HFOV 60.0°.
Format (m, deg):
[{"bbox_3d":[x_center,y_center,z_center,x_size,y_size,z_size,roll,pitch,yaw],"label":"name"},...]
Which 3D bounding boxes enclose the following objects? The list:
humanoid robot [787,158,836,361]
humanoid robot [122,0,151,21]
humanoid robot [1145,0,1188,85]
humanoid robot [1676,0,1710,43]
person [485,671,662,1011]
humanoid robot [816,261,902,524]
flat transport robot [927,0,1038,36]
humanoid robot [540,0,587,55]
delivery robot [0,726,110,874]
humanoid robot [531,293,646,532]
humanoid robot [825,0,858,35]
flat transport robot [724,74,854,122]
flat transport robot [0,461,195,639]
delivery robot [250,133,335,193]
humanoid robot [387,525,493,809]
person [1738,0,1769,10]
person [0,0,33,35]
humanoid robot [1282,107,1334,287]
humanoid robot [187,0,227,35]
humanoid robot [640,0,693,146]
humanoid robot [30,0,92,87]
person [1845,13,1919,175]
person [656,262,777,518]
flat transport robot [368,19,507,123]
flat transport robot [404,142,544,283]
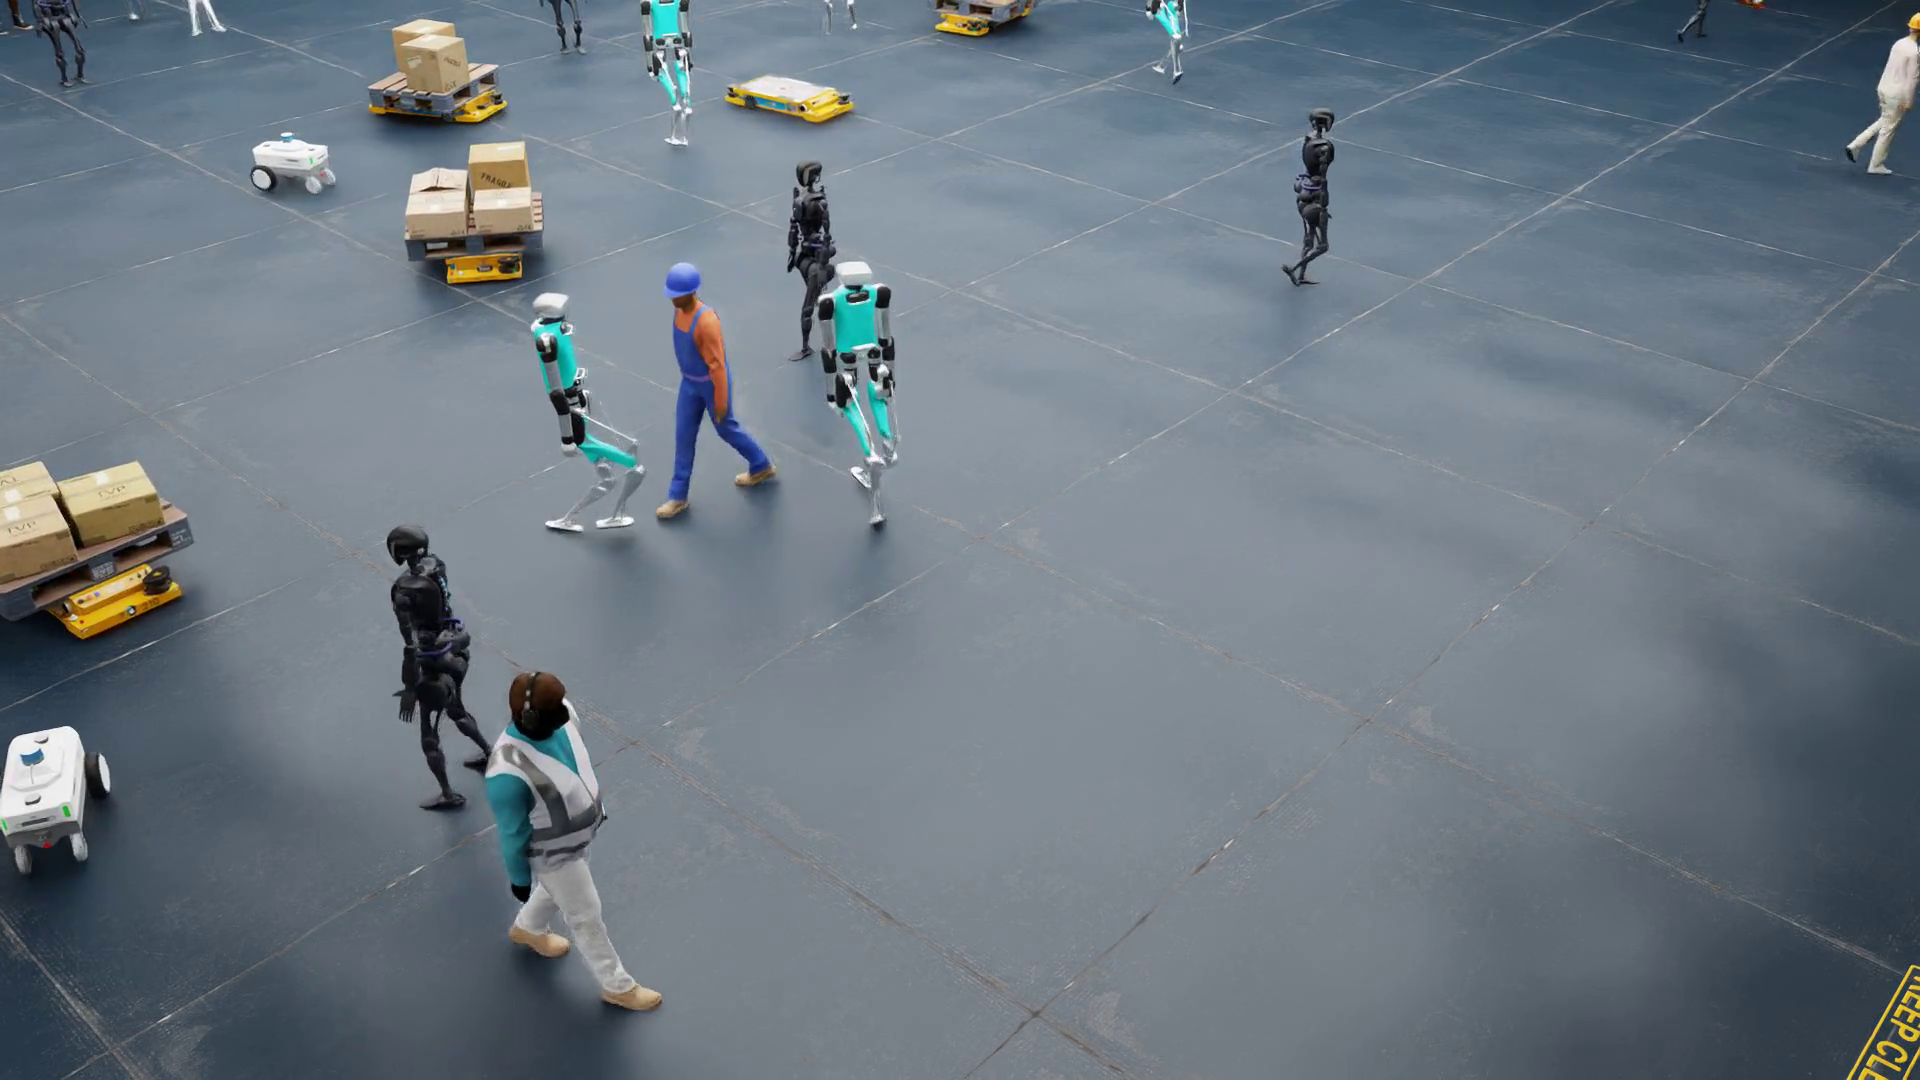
[{"bbox_3d":[-1.166,-2.330,13.618,0.764,1.634,0.586,-22,38,-31],"label":"humanoid robot"},{"bbox_3d":[-11.351,-7.818,22.400,0.531,1.837,0.698,-20,37,-29],"label":"humanoid robot"},{"bbox_3d":[2.615,-6.413,20.124,0.530,1.780,0.996,-13,34,-20],"label":"humanoid robot"},{"bbox_3d":[9.693,-7.344,21.676,0.720,1.637,0.600,-14,35,-21],"label":"humanoid robot"},{"bbox_3d":[-1.824,1.334,7.548,0.848,1.810,0.640,7,33,11],"label":"person"},{"bbox_3d":[-0.574,-0.942,11.280,0.530,1.748,0.963,-16,35,-24],"label":"humanoid robot"},{"bbox_3d":[0.324,-7.143,22.656,0.659,0.231,1.431,18,36,26],"label":"flat transport robot"},{"bbox_3d":[-5.049,-6.995,21.086,0.588,1.644,0.431,-11,34,-17],"label":"humanoid robot"},{"bbox_3d":[-4.810,1.324,8.754,0.499,0.597,0.801,-11,34,-18],"label":"delivery robot"},{"bbox_3d":[-2.440,-0.792,11.036,0.907,1.767,0.546,-3,32,-4],"label":"humanoid robot"},{"bbox_3d":[-1.599,-7.542,21.995,0.538,1.835,0.815,0,32,0],"label":"humanoid robot"},{"bbox_3d":[-2.013,-5.186,19.505,1.431,0.231,0.659,20,37,29],"label":"flat transport robot"},{"bbox_3d":[-5.774,0.185,10.856,1.431,0.231,0.659,24,39,33],"label":"flat transport robot"},{"bbox_3d":[-6.902,-3.895,17.161,0.802,0.601,0.499,7,33,11],"label":"delivery robot"},{"bbox_3d":[-2.746,0.645,8.781,0.389,1.642,0.602,3,32,6],"label":"humanoid robot"},{"bbox_3d":[11.242,-8.276,23.027,0.544,1.800,0.832,-10,33,-15],"label":"person"},{"bbox_3d":[-12.756,-7.693,21.962,0.426,1.944,0.607,21,37,30],"label":"person"},{"bbox_3d":[3.085,-3.021,14.689,0.429,1.649,0.583,-3,32,-4],"label":"humanoid robot"},{"bbox_3d":[-10.115,-7.536,21.894,0.532,1.768,0.775,-21,37,-30],"label":"humanoid robot"},{"bbox_3d":[-3.060,-5.068,17.906,0.544,1.778,0.701,-14,35,-22],"label":"humanoid robot"},{"bbox_3d":[-10.825,-6.283,19.938,0.334,1.638,0.609,21,38,30],"label":"humanoid robot"},{"bbox_3d":[9.683,-4.614,17.237,0.425,1.687,0.476,-1,32,-1],"label":"person"},{"bbox_3d":[-1.731,-1.090,11.422,0.963,1.851,0.596,-27,41,-36],"label":"person"},{"bbox_3d":[-6.082,-5.086,19.344,1.431,0.231,0.659,9,33,14],"label":"flat transport robot"},{"bbox_3d":[-4.502,-2.769,15.613,0.659,0.231,1.431,-6,32,-10],"label":"flat transport robot"}]
